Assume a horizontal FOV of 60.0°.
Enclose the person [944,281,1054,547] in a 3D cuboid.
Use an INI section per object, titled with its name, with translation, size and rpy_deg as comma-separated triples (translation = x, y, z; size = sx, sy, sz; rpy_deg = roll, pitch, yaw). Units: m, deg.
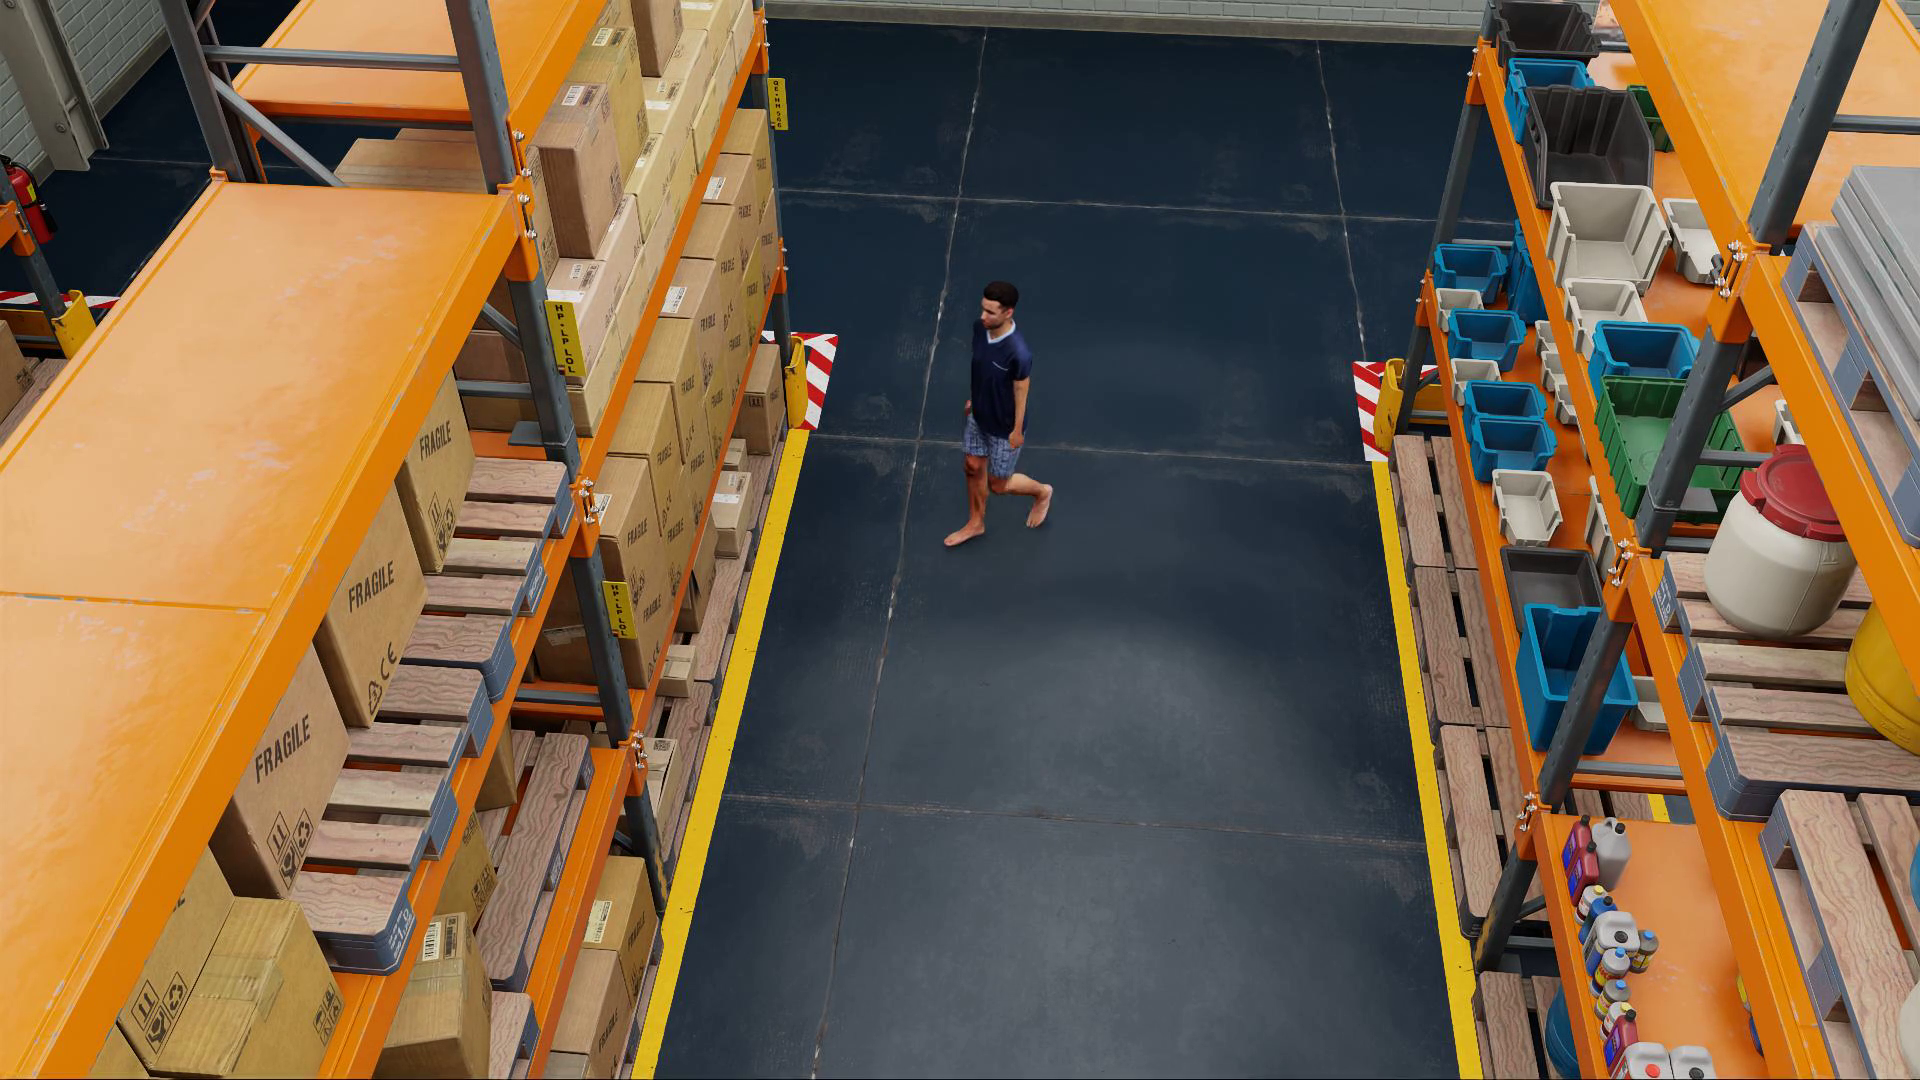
[person]
translation = 0.263, -0.737, 9.656
size = 1.016, 1.833, 0.991
rpy_deg = -25, 48, -24
